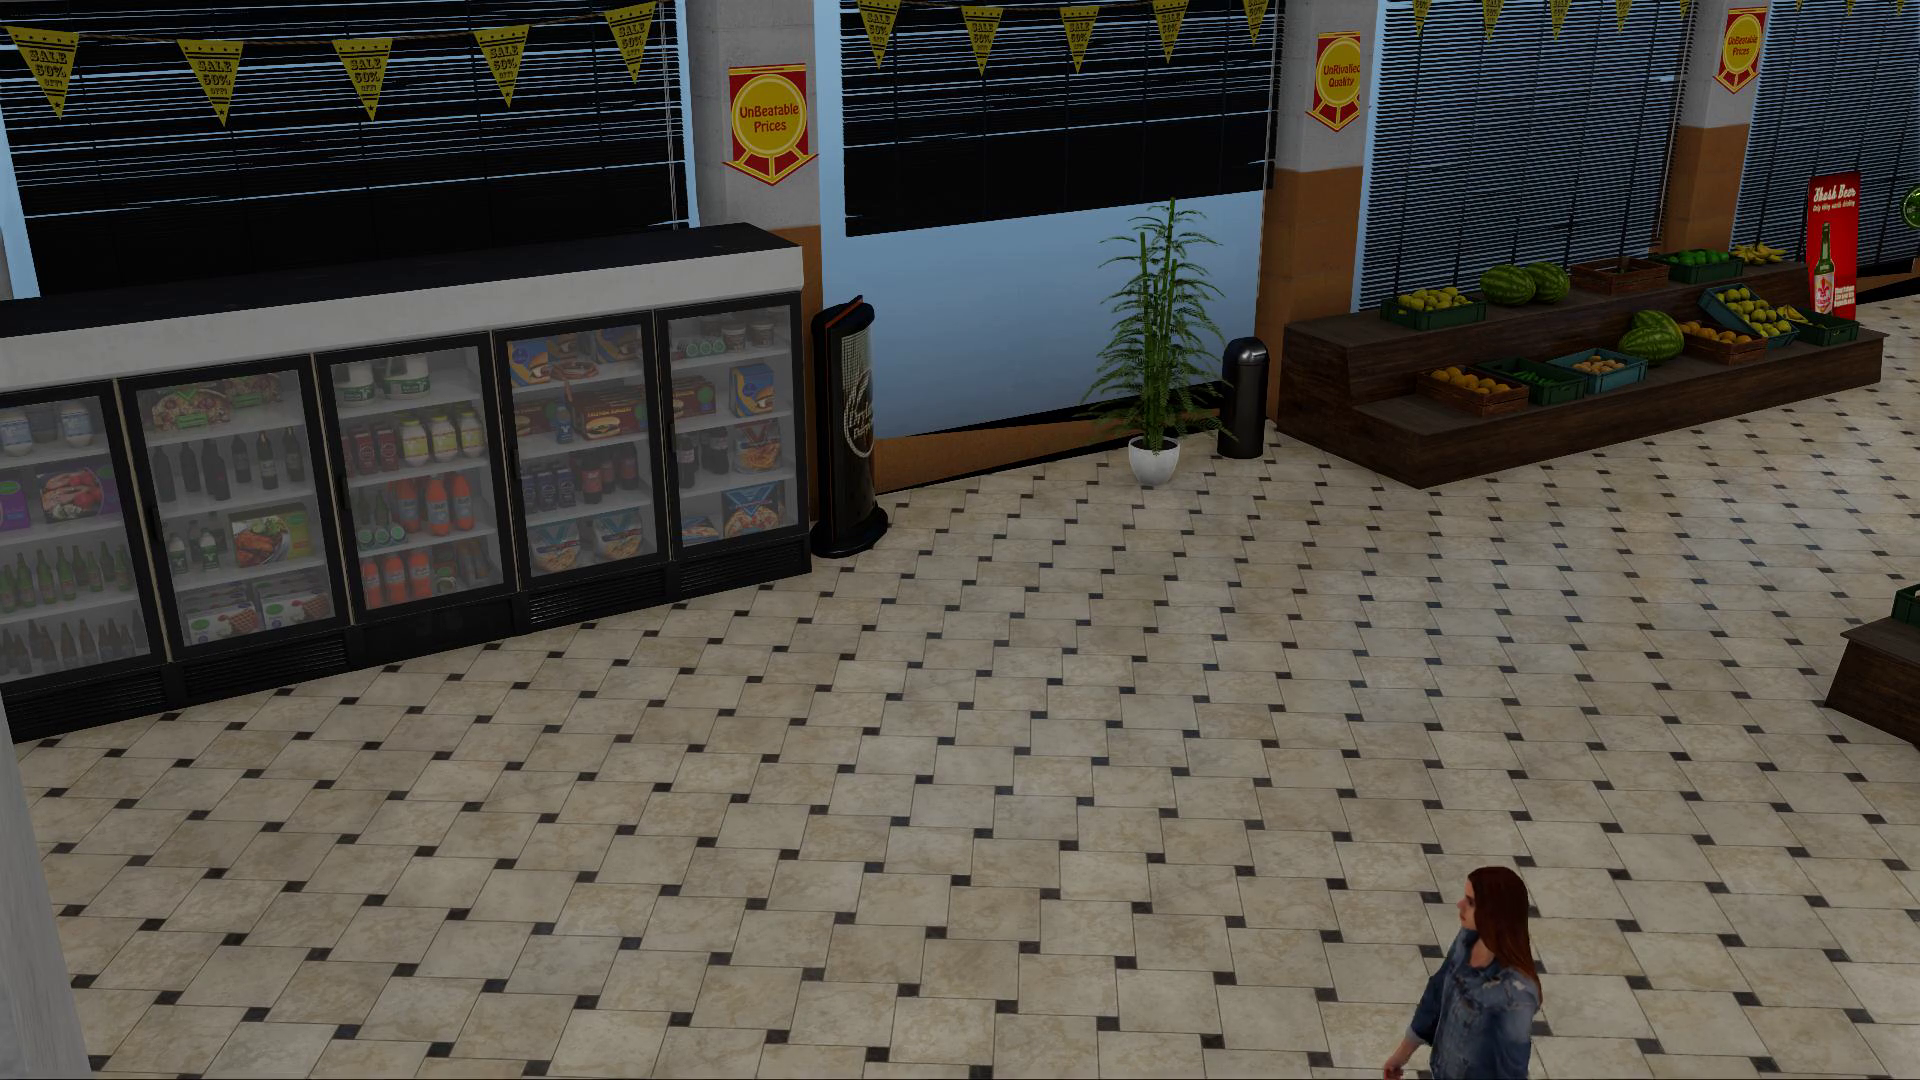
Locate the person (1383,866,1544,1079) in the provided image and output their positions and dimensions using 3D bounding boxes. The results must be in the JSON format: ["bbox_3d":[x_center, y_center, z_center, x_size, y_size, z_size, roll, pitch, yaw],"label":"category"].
[{"bbox_3d":[1.764,1.803,5.447,1.033,1.679,0.887,0,22,-1],"label":"person"}]
